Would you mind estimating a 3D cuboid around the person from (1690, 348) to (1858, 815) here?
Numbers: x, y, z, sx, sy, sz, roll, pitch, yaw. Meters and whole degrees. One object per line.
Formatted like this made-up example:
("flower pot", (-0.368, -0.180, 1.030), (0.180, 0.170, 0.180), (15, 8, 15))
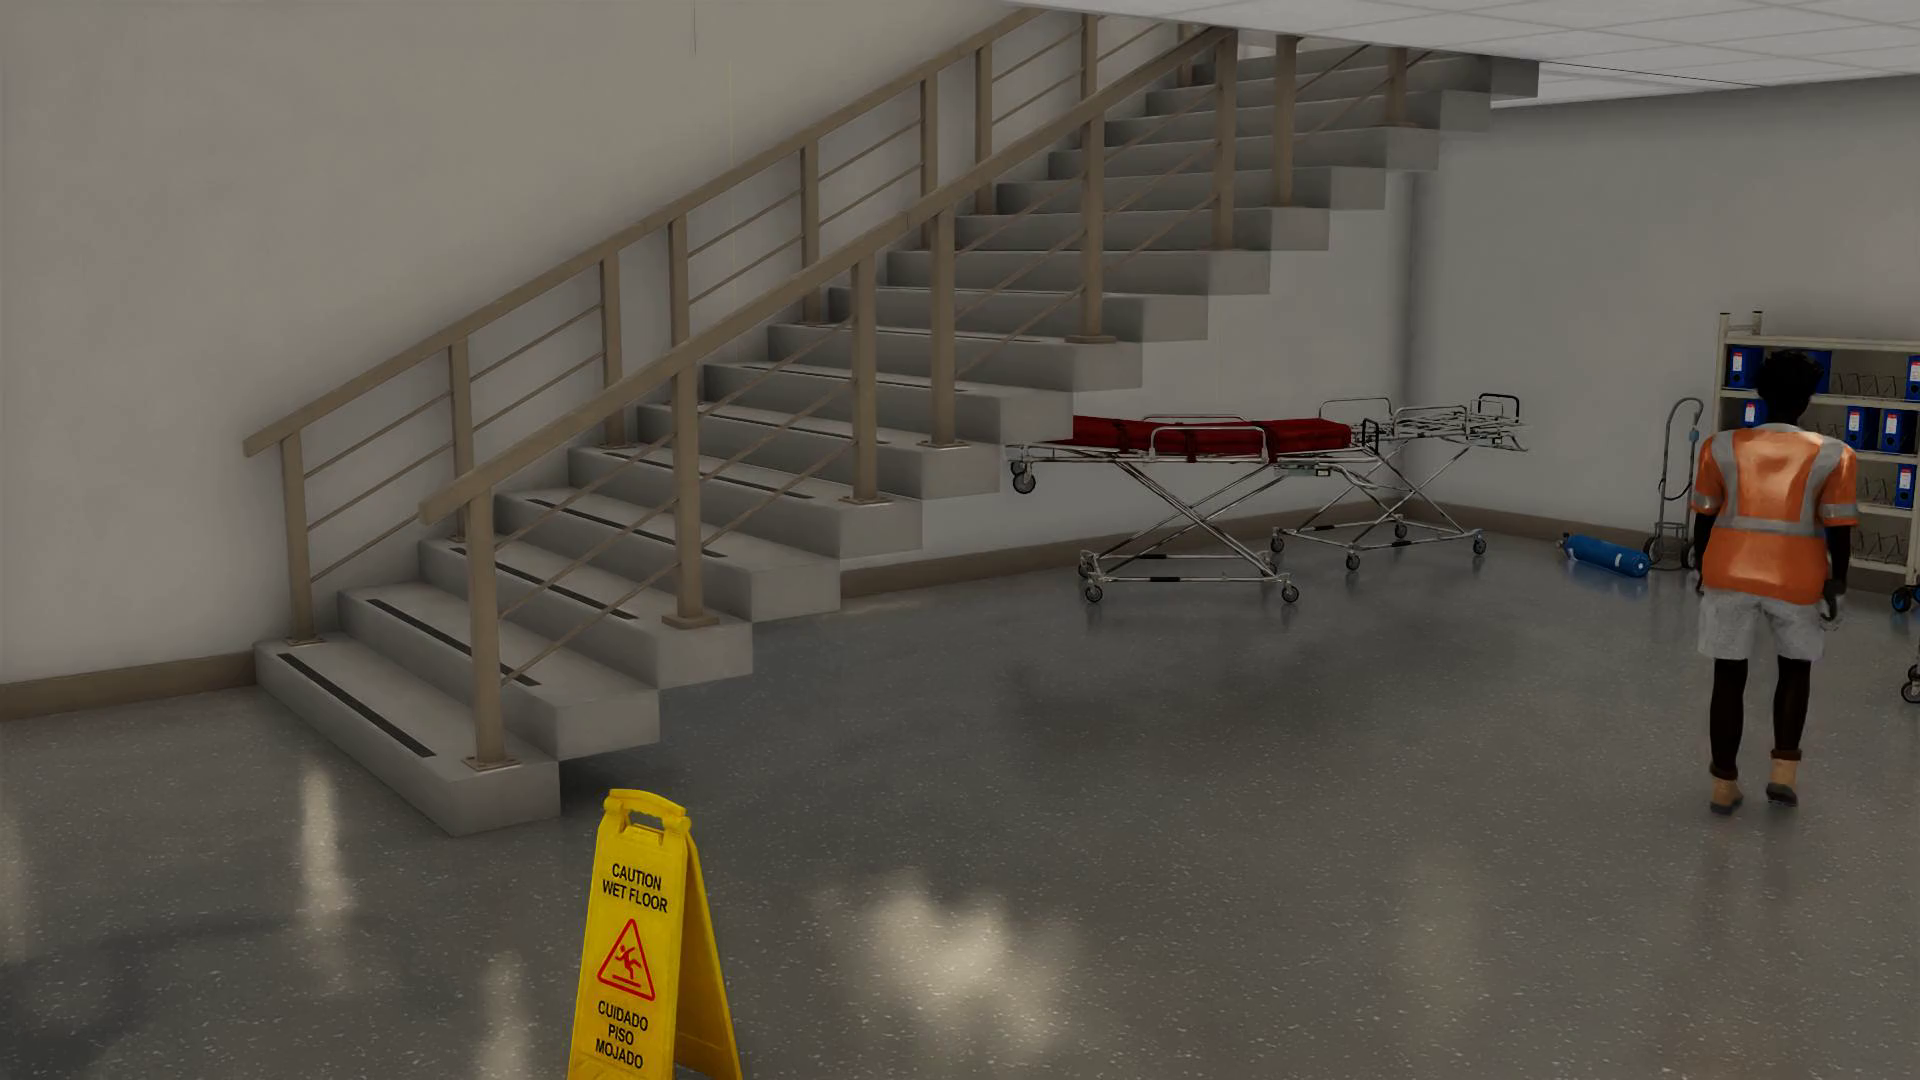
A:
("person", (2.891, 0.157, 5.968), (0.549, 1.677, 0.424), (5, 11, 29))
